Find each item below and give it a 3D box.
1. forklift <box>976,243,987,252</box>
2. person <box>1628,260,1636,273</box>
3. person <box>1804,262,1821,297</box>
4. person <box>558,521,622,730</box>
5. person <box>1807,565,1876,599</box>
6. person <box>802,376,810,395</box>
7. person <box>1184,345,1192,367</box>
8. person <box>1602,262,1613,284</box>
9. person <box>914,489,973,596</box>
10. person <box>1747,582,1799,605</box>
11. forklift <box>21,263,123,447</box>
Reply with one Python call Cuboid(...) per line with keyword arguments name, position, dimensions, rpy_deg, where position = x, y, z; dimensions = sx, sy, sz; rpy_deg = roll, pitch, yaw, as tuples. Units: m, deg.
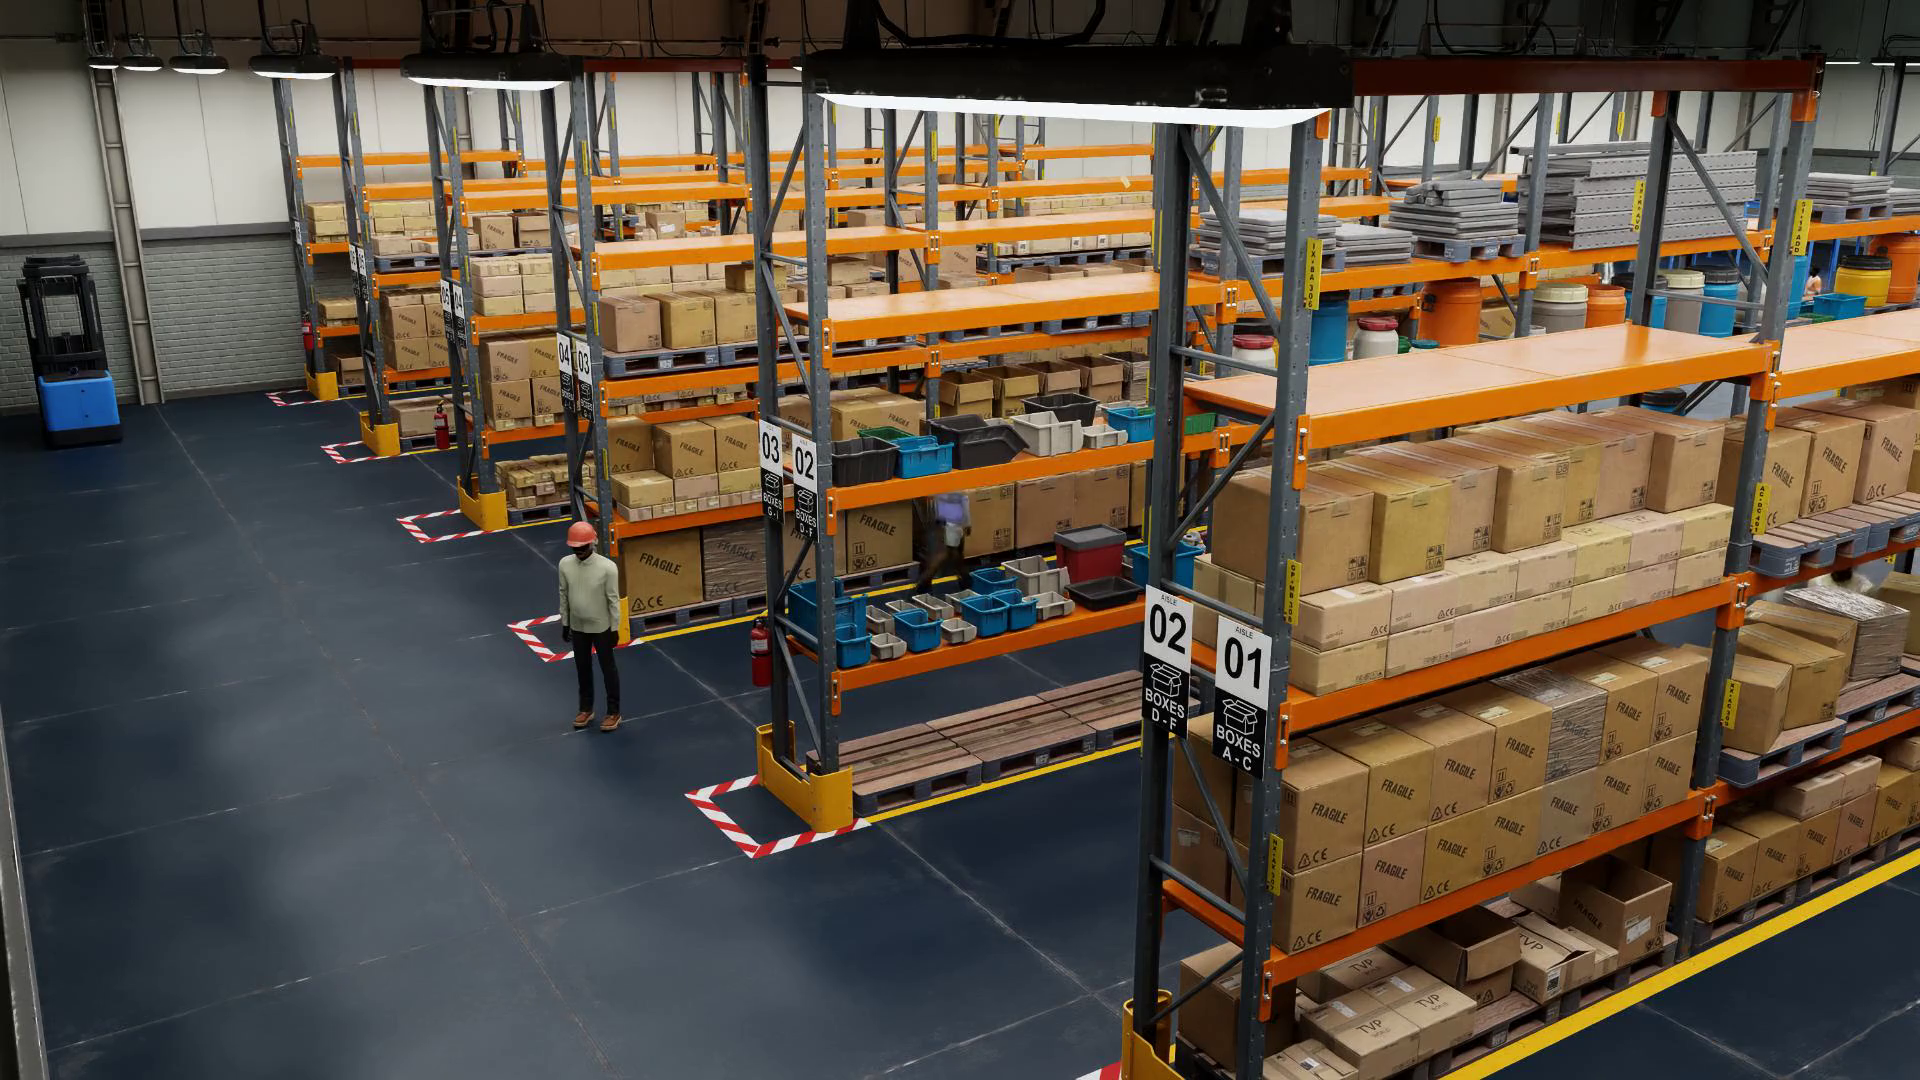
Cuboid(name="forklift", position=(0.988, -5.474, 34.718), dimensions=(1.214, 2.155, 2.313), rpy_deg=(-10, 20, -31))
Cuboid(name="person", position=(16.673, -6.591, 38.811), dimensions=(0.991, 1.888, 0.660), rpy_deg=(-6, 18, -18))
Cuboid(name="person", position=(18.795, -5.282, 34.860), dimensions=(0.317, 1.696, 0.540), rpy_deg=(4, 17, 13))
Cuboid(name="person", position=(-3.400, 0.778, 14.502), dimensions=(0.615, 1.987, 0.406), rpy_deg=(5, 18, 16))
Cuboid(name="person", position=(8.030, 0.869, 14.504), dimensions=(0.548, 1.805, 0.632), rpy_deg=(-12, 21, -35))
Cuboid(name="person", position=(-2.053, -1.381, 21.900), dimensions=(0.964, 1.792, 0.637), rpy_deg=(-7, 18, -20))
Cuboid(name="person", position=(3.336, -1.969, 23.674), dimensions=(0.606, 1.891, 0.634), rpy_deg=(-8, 19, -25))
Cuboid(name="person", position=(17.930, -8.012, 43.590), dimensions=(0.642, 1.844, 0.306), rpy_deg=(-13, 21, -36))
Cuboid(name="person", position=(-0.136, -0.286, 18.143), dimensions=(0.934, 1.902, 0.556), rpy_deg=(-11, 20, -32))
Cuboid(name="person", position=(8.088, 0.382, 15.932), dimensions=(0.873, 1.901, 0.653), rpy_deg=(-16, 23, -41))
Cuboid(name="forklift", position=(-14.518, -3.079, 25.708), dimensions=(1.129, 2.768, 1.873), rpy_deg=(-10, 20, -31))
